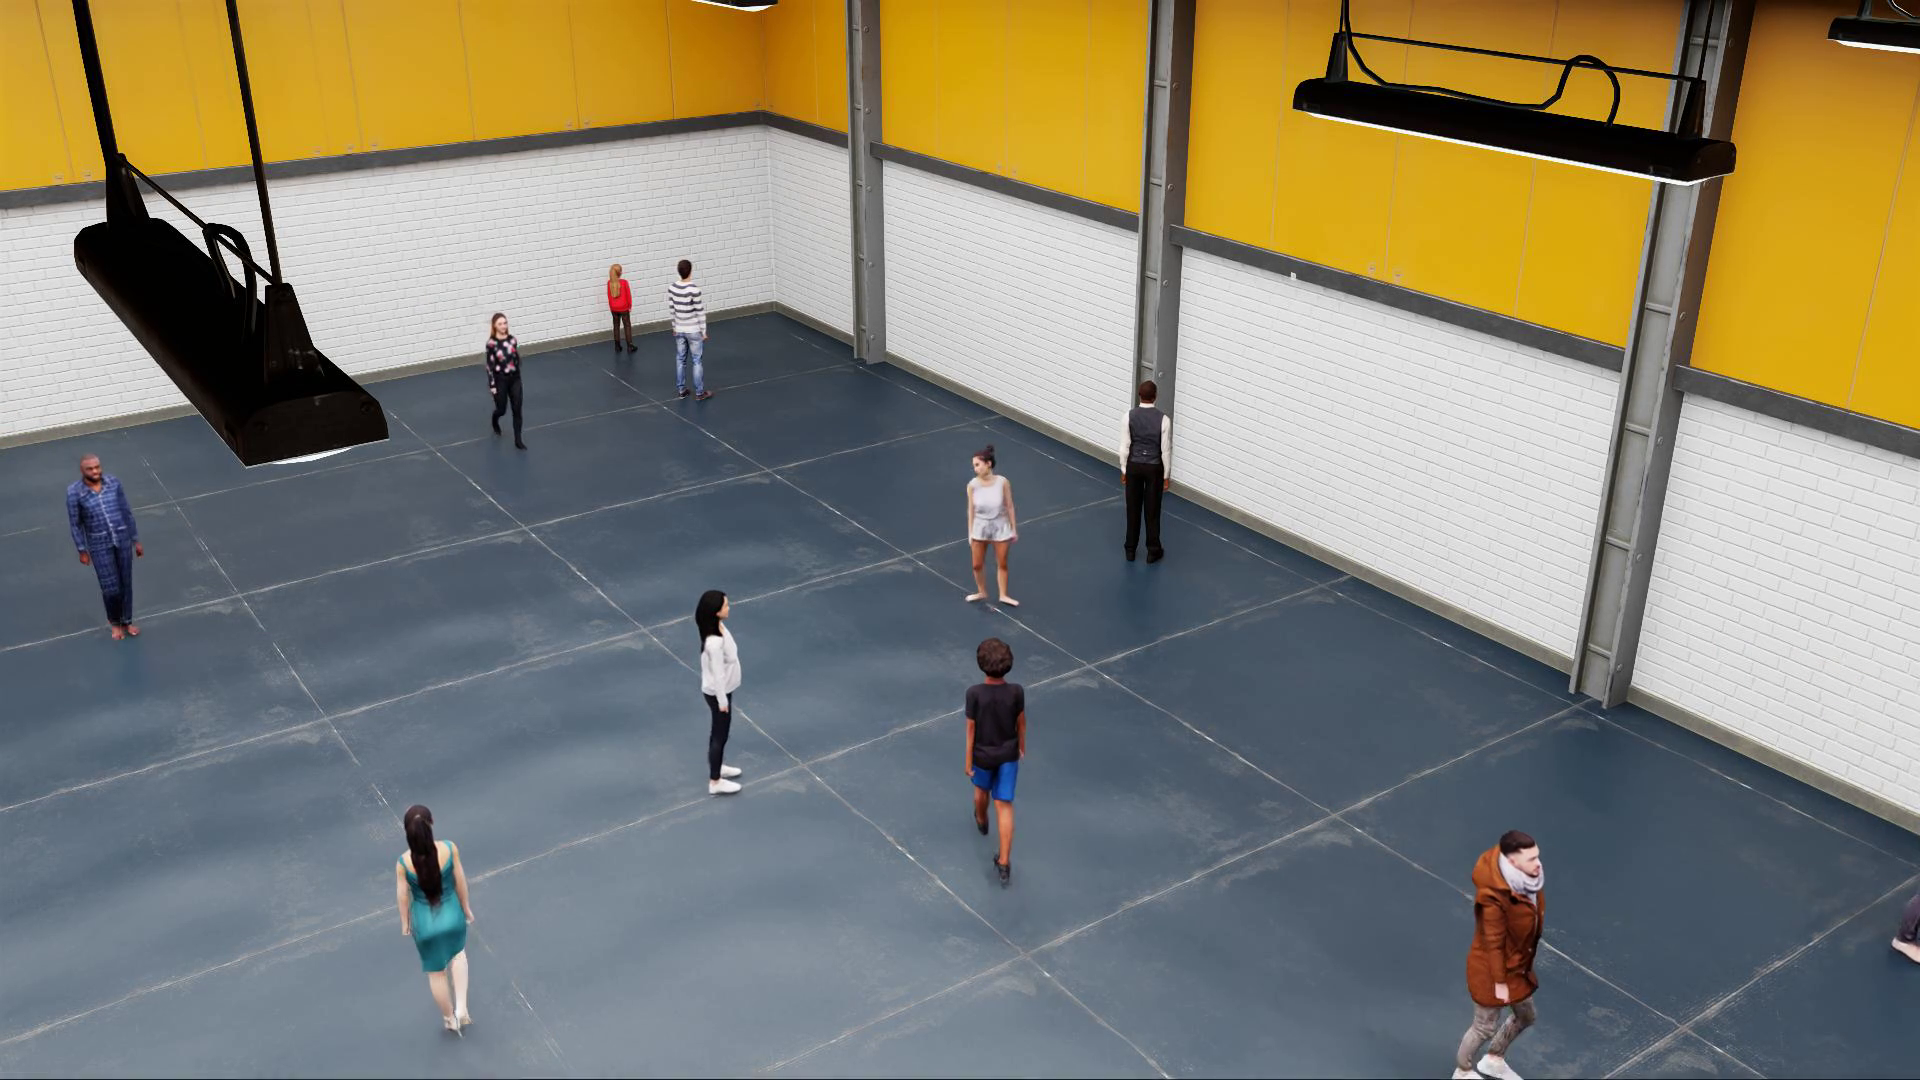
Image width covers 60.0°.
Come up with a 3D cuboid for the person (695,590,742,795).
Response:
[{"bbox_3d":[-1.890,1.165,12.943,0.751,1.698,0.628,-3,24,-8],"label":"person"}]

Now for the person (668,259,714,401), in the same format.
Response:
[{"bbox_3d":[-3.549,-2.748,21.702,0.665,1.854,0.786,10,25,21],"label":"person"}]

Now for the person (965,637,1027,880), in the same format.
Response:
[{"bbox_3d":[0.273,1.587,11.914,0.985,1.750,1.235,-3,24,-7],"label":"person"}]

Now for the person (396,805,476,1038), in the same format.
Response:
[{"bbox_3d":[-3.179,2.383,10.183,0.599,1.677,0.594,-12,26,-26],"label":"person"}]

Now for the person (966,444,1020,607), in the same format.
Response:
[{"bbox_3d":[0.330,-0.128,16.000,0.716,1.621,0.722,-4,24,-9],"label":"person"}]

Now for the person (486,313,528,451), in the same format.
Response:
[{"bbox_3d":[-5.507,-1.925,20.054,0.608,1.665,0.923,-18,29,-35],"label":"person"}]

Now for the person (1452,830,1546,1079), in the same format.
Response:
[{"bbox_3d":[3.093,2.483,9.773,0.812,1.823,0.793,18,29,35],"label":"person"}]

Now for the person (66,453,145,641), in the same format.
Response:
[{"bbox_3d":[-7.913,0.030,15.402,0.753,1.810,0.755,18,30,36],"label":"person"}]

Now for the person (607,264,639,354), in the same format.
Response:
[{"bbox_3d":[-4.842,-3.305,23.692,0.585,1.281,0.645,4,24,9],"label":"person"}]

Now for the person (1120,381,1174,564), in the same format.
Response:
[{"bbox_3d":[1.883,-0.700,16.935,0.749,1.919,0.836,7,24,15],"label":"person"}]
